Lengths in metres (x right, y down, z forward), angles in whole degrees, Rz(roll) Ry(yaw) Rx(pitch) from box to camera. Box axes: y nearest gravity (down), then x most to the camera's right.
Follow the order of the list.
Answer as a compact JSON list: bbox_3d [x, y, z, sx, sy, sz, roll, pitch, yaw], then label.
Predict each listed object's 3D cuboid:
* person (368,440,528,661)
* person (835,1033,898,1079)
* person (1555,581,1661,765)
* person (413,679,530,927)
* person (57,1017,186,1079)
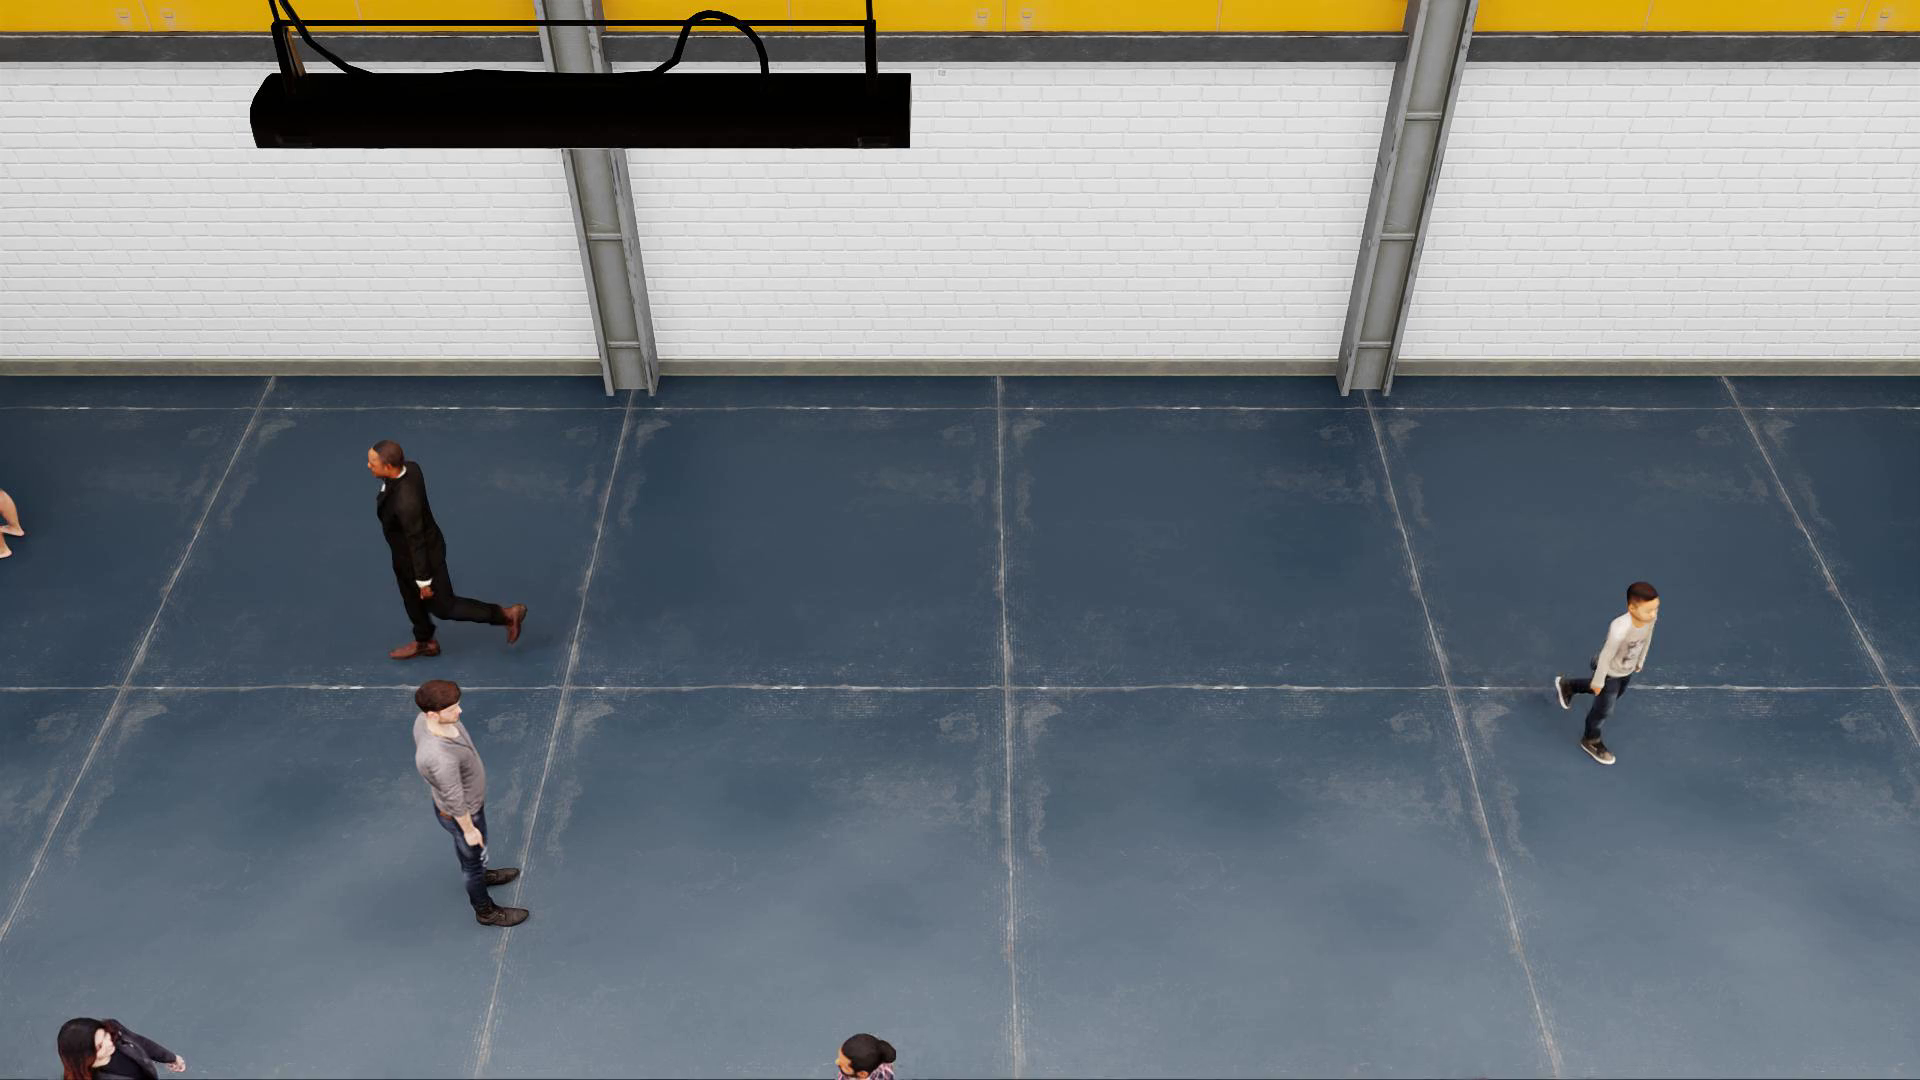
[{"bbox_3d":[-3.428,0.095,10.876,1.281,1.877,0.935,-11,45,-12],"label":"person"},{"bbox_3d":[-0.377,2.867,8.058,0.710,1.749,0.697,-1,44,-1],"label":"person"},{"bbox_3d":[4.073,0.760,10.488,0.871,1.449,0.892,-27,50,-26],"label":"person"},{"bbox_3d":[-2.831,1.478,9.407,0.696,1.901,0.748,-13,45,-14],"label":"person"},{"bbox_3d":[-4.157,2.826,8.215,1.115,1.592,0.729,-5,44,-5],"label":"person"}]
